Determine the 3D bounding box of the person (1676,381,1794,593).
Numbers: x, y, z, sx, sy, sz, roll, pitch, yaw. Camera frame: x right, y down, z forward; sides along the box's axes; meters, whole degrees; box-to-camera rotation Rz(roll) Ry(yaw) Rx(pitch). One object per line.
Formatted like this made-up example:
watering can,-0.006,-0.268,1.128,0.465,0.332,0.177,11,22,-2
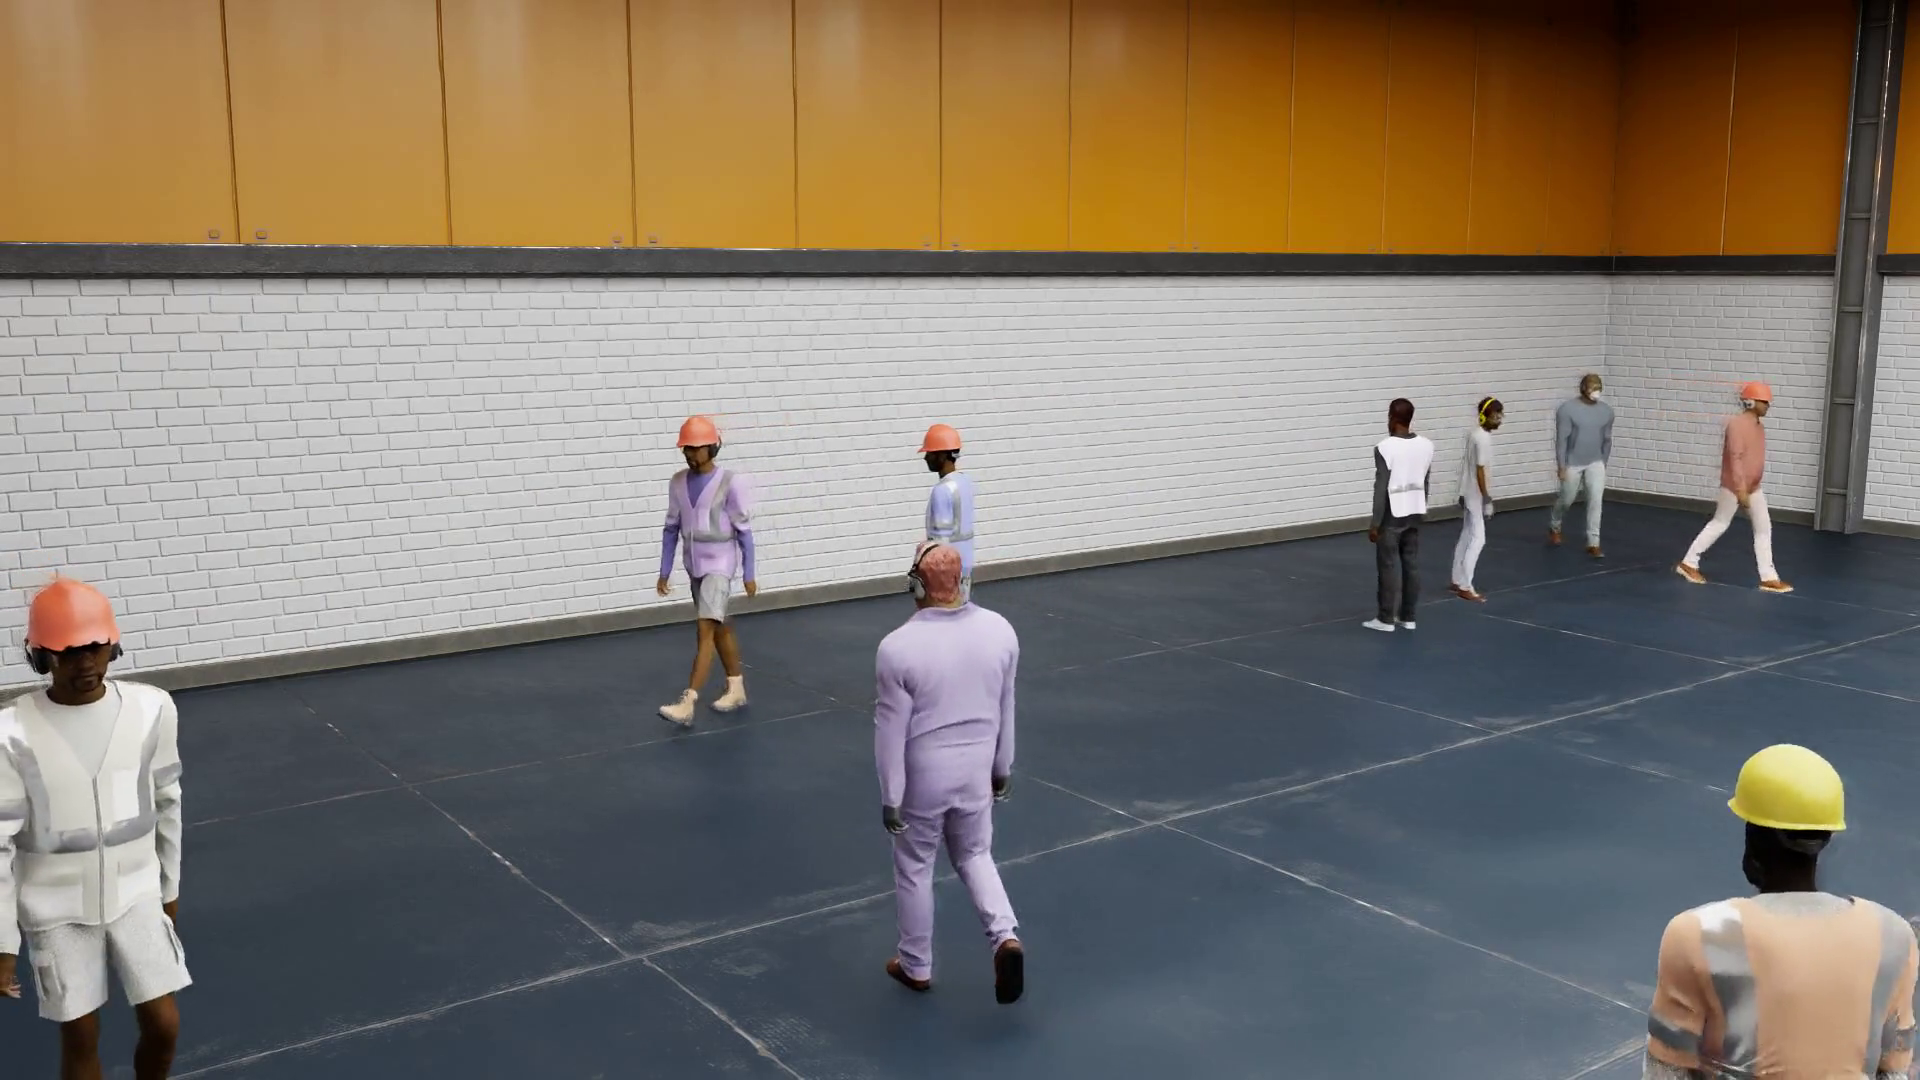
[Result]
person,7.221,-0.512,15.457,0.624,1.951,1.023,-6,11,-34

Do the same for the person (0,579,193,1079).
person,-2.672,1.118,5.125,0.625,2.024,0.442,-8,12,-41

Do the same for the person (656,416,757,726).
person,-1.736,0.201,10.844,0.633,2.000,1.000,6,11,35

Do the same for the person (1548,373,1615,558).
person,6.486,-0.804,17.385,0.632,1.907,0.927,0,9,0

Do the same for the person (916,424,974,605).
person,-0.103,0.185,11.194,0.377,1.930,0.548,3,10,20

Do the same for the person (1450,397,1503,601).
person,4.660,-0.386,15.036,0.386,1.835,0.711,2,9,10

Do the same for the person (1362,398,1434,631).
person,3.609,-0.203,13.619,0.601,1.918,0.398,-5,10,-27

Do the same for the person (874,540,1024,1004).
person,-0.045,0.941,6.641,0.654,1.890,0.707,-5,10,-28

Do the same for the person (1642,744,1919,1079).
person,1.863,1.411,3.767,0.593,1.893,0.932,-1,9,-5
